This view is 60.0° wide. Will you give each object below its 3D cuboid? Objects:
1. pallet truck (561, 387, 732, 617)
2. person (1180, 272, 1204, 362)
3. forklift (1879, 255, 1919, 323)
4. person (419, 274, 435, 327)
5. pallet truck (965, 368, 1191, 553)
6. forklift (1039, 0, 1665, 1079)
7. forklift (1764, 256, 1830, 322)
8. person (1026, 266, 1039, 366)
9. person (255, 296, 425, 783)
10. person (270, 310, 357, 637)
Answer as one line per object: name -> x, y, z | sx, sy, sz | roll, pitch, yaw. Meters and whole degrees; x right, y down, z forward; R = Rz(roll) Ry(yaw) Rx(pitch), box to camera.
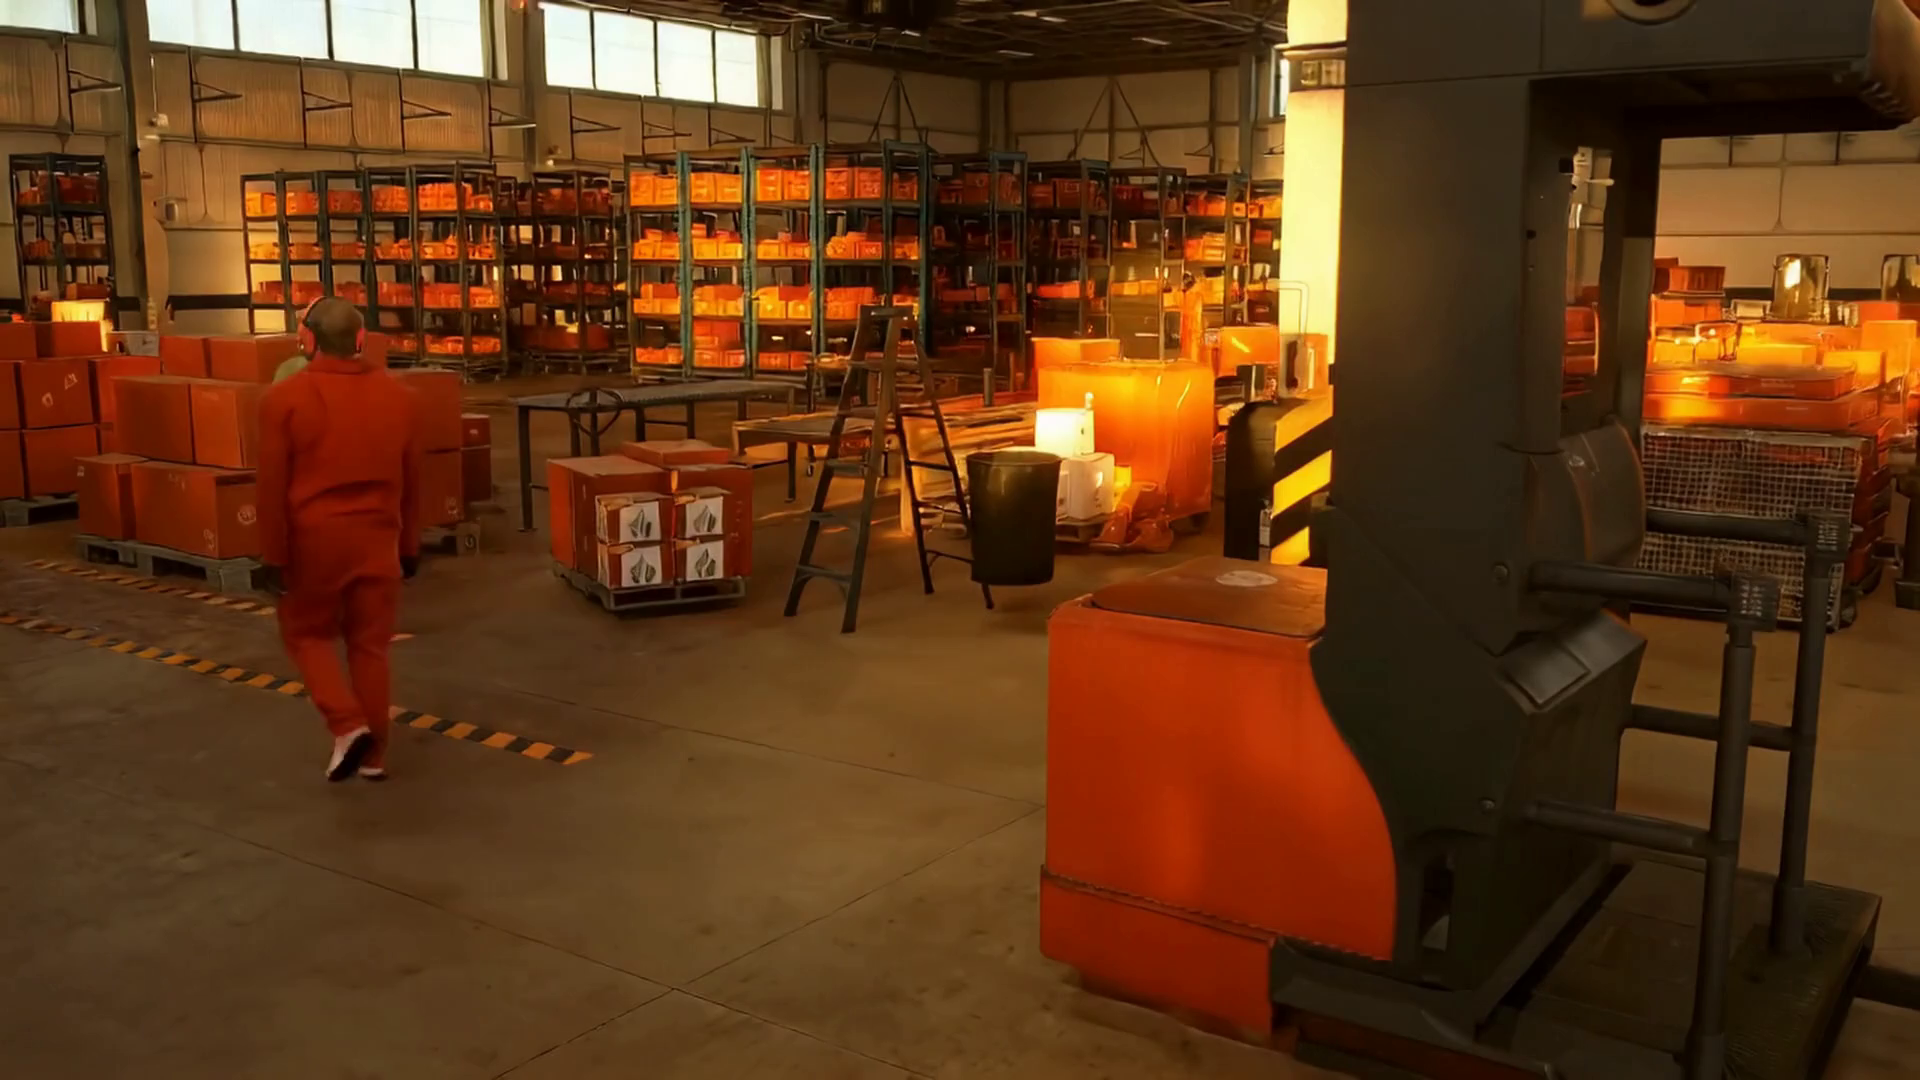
pallet truck -> -1.981, -0.274, 10.088 | 0.680, 1.201, 1.601 | -5, 11, -28
person -> 3.757, -3.418, 26.981 | 0.373, 1.841, 0.570 | -1, 10, -9
forklift -> 22.089, -5.634, 38.796 | 1.157, 1.987, 2.680 | 6, 11, 33
person -> -11.534, -4.891, 36.063 | 0.355, 1.744, 0.557 | 4, 10, 23
pallet truck -> 0.845, -0.609, 11.869 | 1.630, 1.274, 0.653 | 7, 12, 35
forklift -> 1.249, -0.137, 4.360 | 1.873, 2.768, 1.129 | 7, 12, 35
forklift -> 20.253, -5.854, 40.139 | 1.157, 1.987, 2.680 | 7, 12, 35
person -> 1.341, -4.247, 31.385 | 0.635, 2.022, 0.622 | 5, 11, 27
person -> -2.361, 0.018, 6.380 | 0.664, 1.888, 0.464 | -9, 13, -43
person -> -3.369, -0.375, 8.953 | 0.439, 1.815, 0.611 | 5, 11, 25
